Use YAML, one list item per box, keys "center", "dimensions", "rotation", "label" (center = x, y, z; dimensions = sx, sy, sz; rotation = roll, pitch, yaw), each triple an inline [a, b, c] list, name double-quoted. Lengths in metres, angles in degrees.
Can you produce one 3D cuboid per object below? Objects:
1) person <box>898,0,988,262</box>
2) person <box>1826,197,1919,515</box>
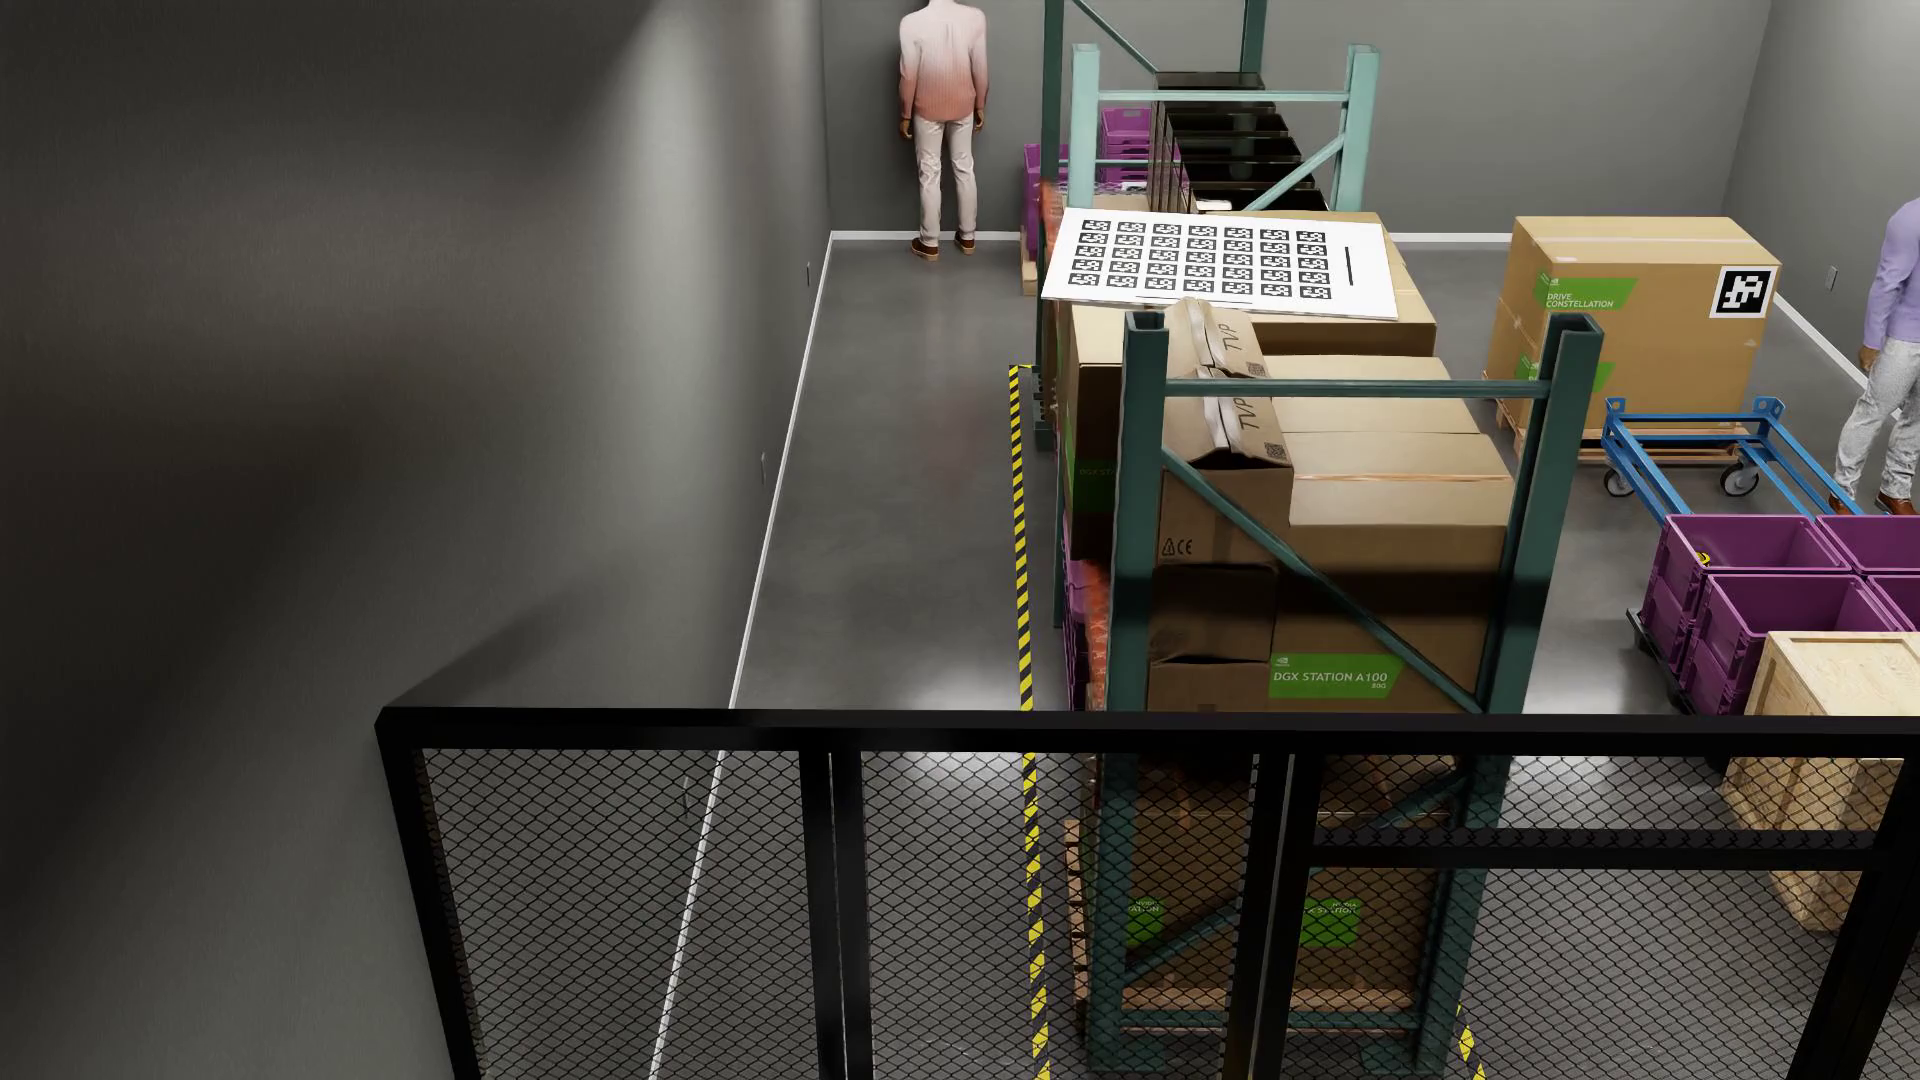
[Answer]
- center: [-0.118, -2.823, 10.850]
  dimensions: [0.622, 1.992, 0.394]
  rotation: [-12, 33, -20]
  label: "person"
- center: [4.524, -0.943, 7.781]
  dimensions: [0.634, 1.939, 0.367]
  rotation: [-1, 31, -2]
  label: "person"
